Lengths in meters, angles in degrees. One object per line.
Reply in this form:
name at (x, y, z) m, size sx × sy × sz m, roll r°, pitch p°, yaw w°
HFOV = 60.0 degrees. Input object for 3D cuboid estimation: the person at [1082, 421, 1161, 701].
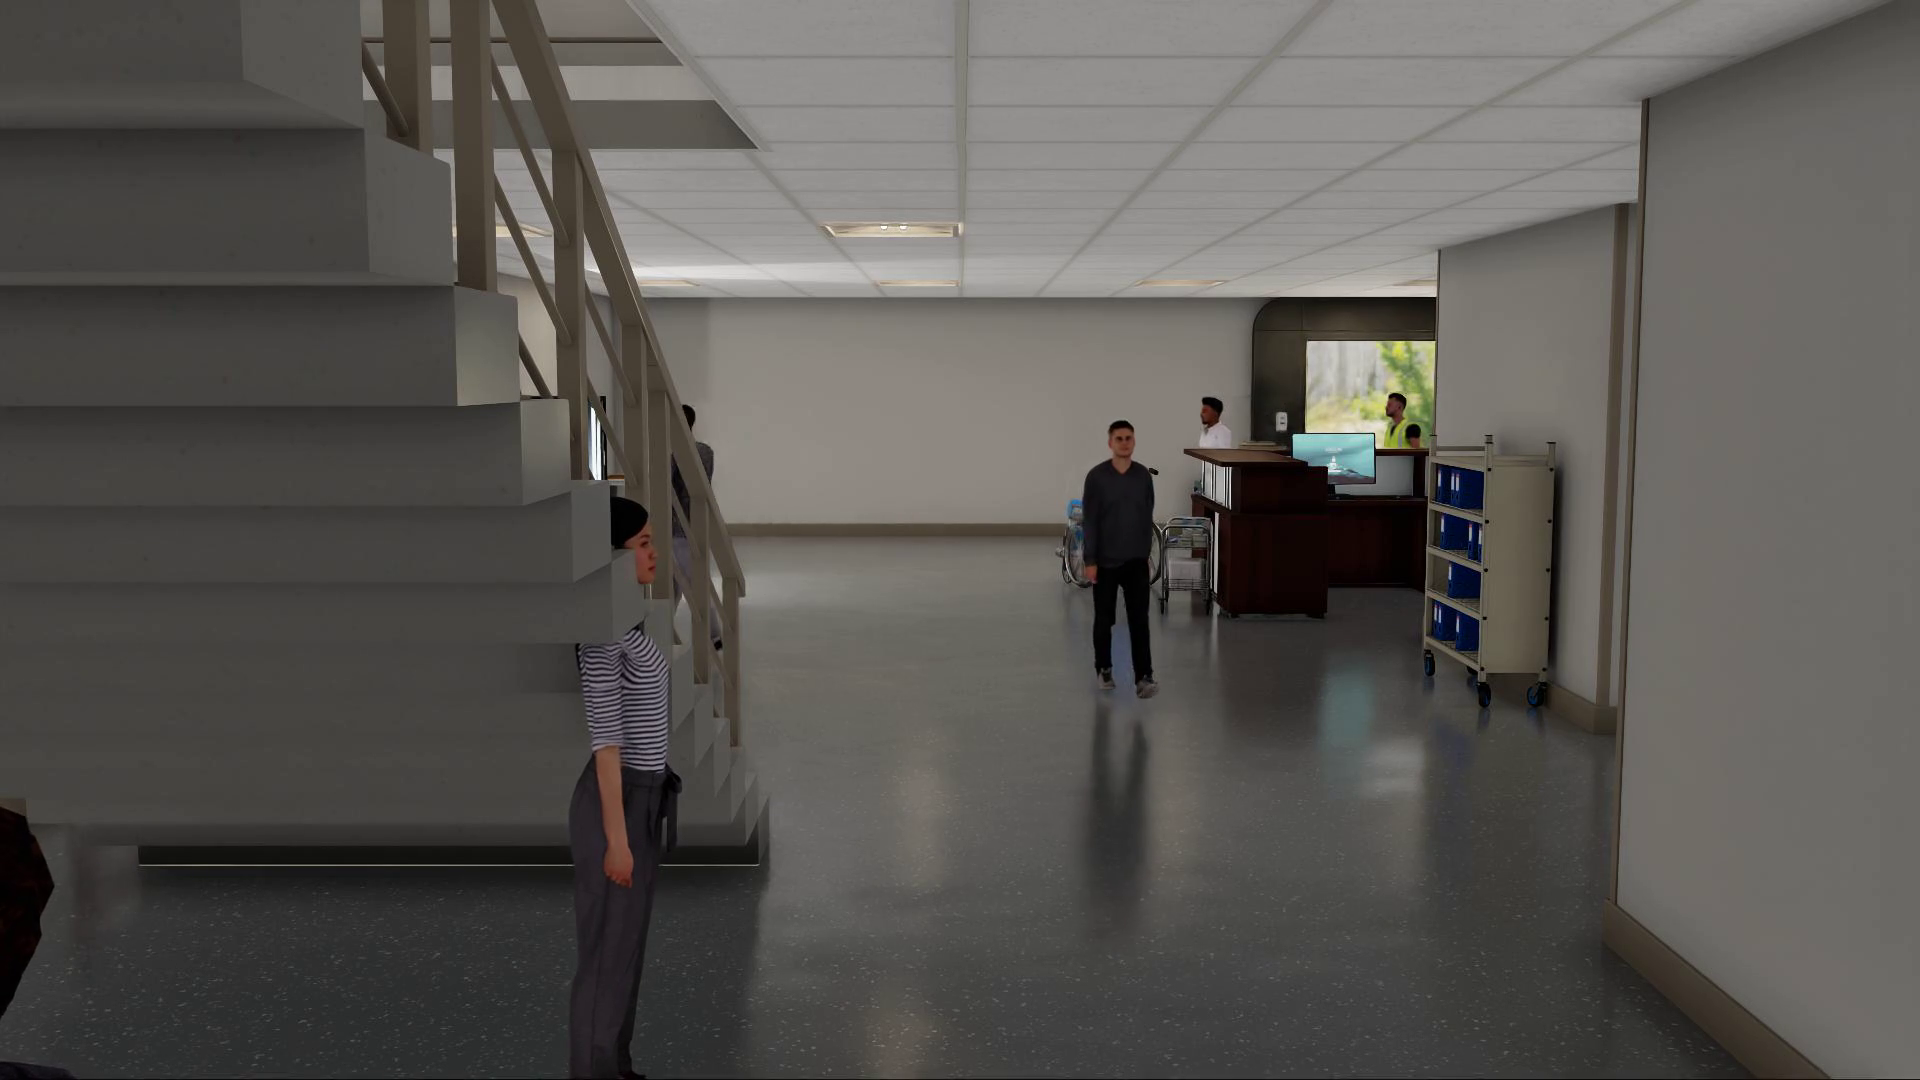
person at (0.985, 0.138, 10.547) m, size 0.749 × 1.719 × 1.111 m, roll -1°, pitch 6°, yaw -9°

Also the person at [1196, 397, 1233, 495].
person at (2.755, -0.586, 17.402) m, size 1.067 × 1.787 × 1.148 m, roll -3°, pitch 7°, yaw -29°

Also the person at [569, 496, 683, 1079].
person at (-0.935, 0.742, 4.473) m, size 0.664 × 1.733 × 0.464 m, roll 0°, pitch 6°, yaw -4°

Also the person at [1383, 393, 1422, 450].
person at (4.881, -0.685, 18.184) m, size 0.888 × 1.827 × 0.810 m, roll -2°, pitch 6°, yaw -17°

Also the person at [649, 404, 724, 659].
person at (-1.871, -0.037, 11.852) m, size 0.988 × 1.806 × 1.108 m, roll 2°, pitch 6°, yaw 17°
